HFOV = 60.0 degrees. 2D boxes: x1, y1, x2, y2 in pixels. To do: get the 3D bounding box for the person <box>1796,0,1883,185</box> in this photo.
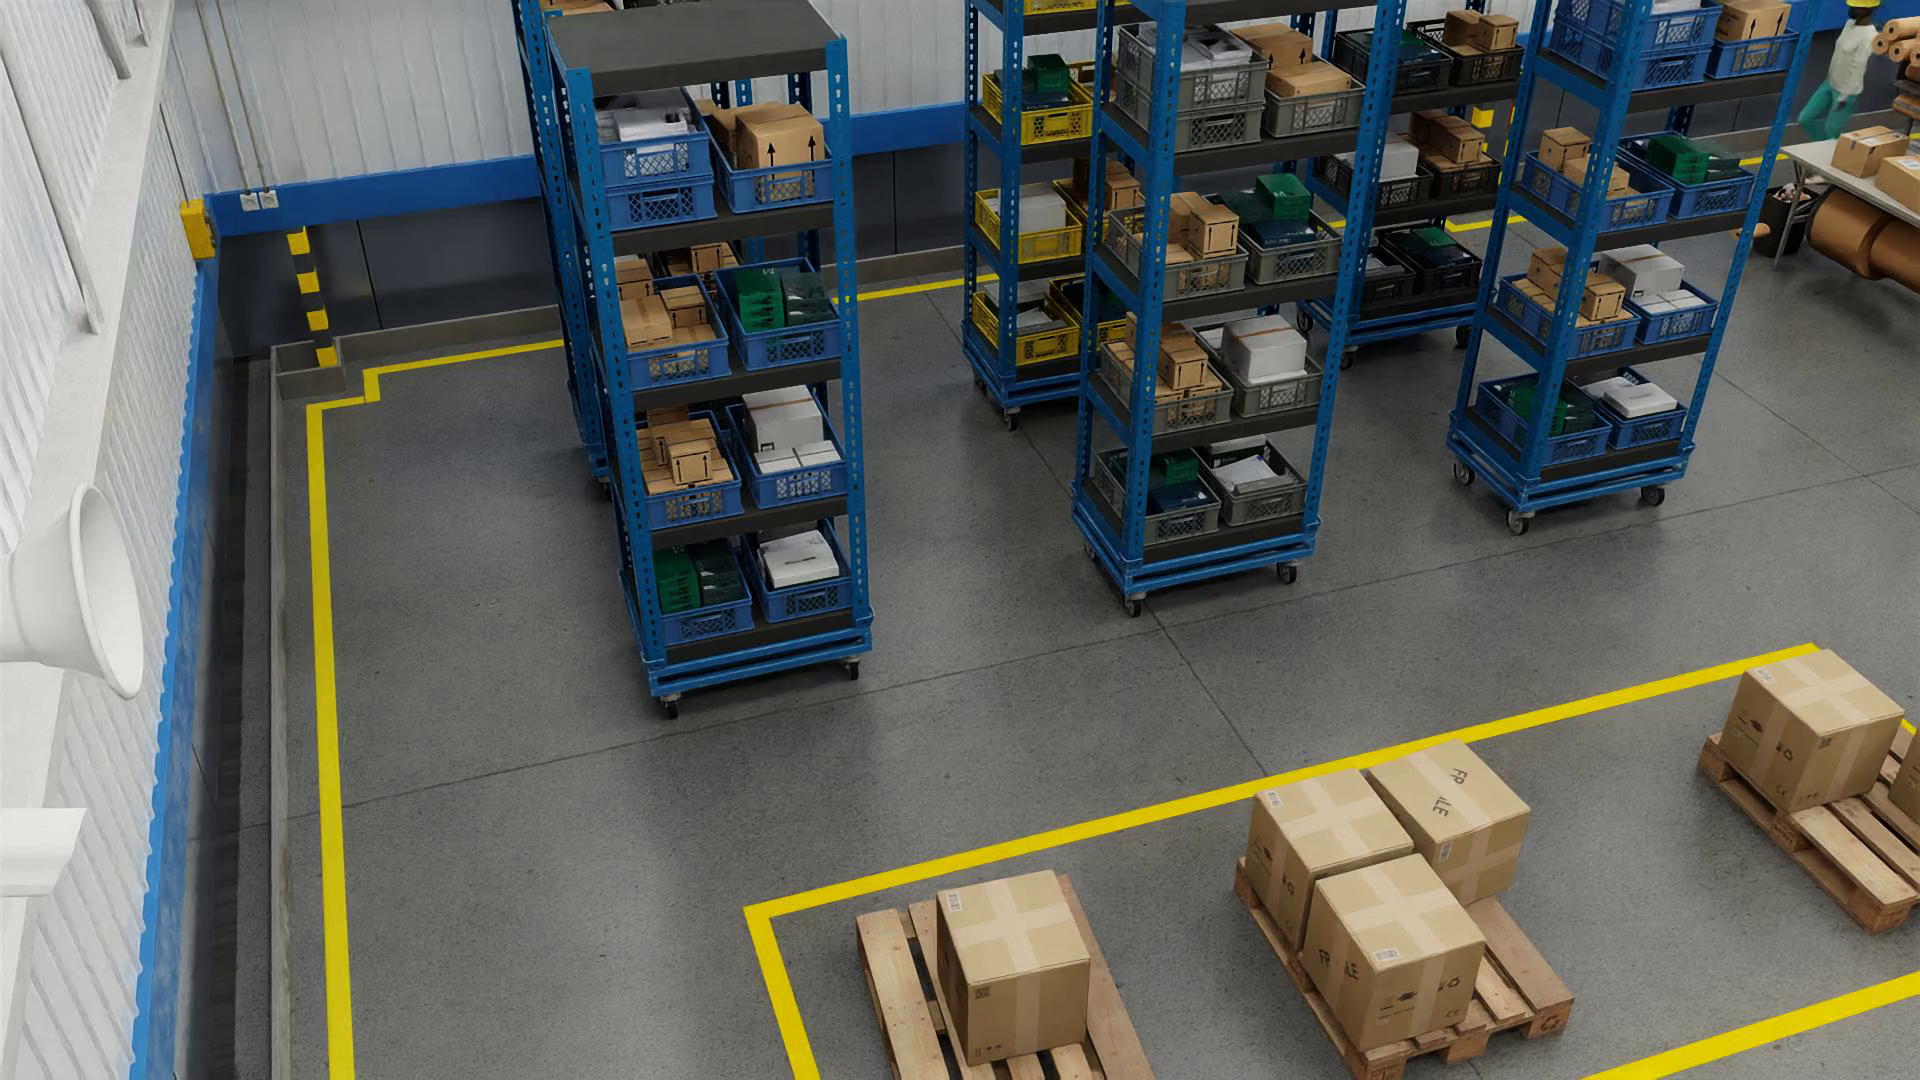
[{"bbox_3d":[7.522,-3.878,14.264,0.378,1.754,0.525,-1,35,-2],"label":"person"}]
